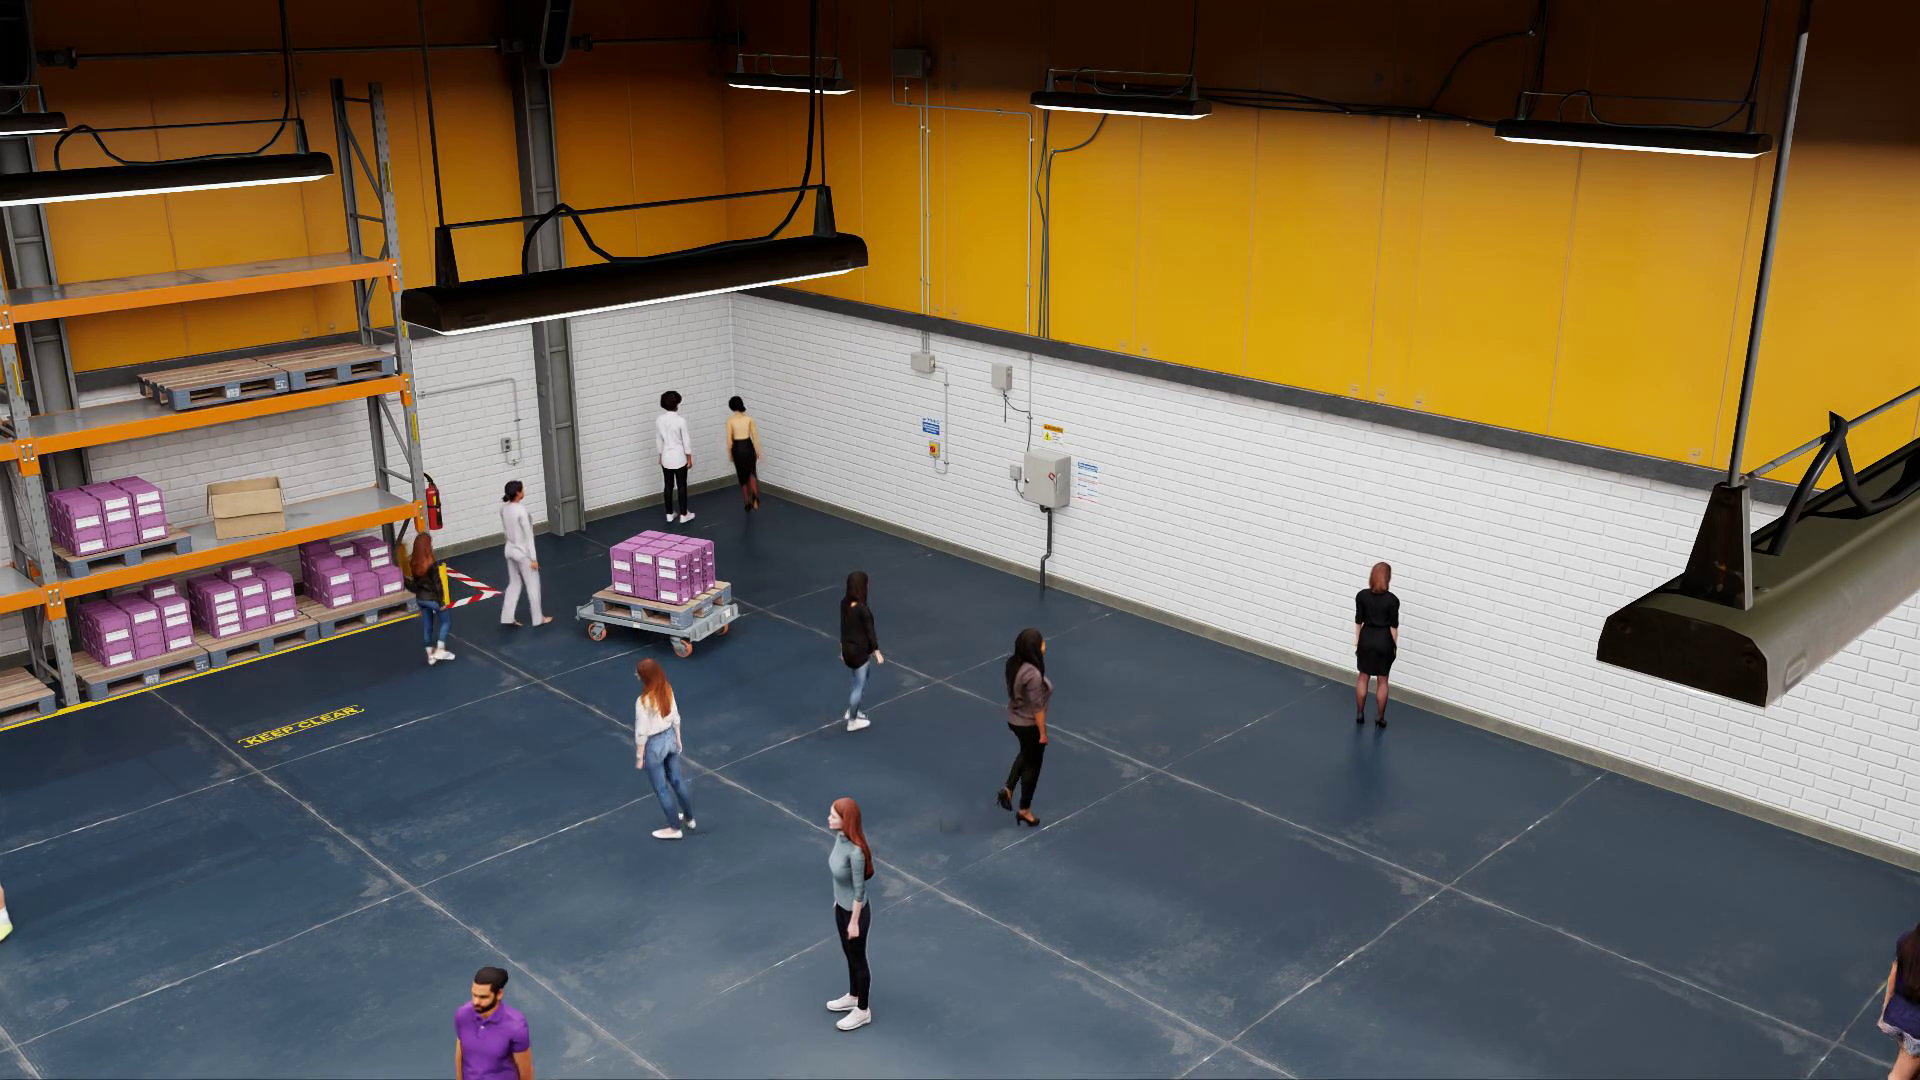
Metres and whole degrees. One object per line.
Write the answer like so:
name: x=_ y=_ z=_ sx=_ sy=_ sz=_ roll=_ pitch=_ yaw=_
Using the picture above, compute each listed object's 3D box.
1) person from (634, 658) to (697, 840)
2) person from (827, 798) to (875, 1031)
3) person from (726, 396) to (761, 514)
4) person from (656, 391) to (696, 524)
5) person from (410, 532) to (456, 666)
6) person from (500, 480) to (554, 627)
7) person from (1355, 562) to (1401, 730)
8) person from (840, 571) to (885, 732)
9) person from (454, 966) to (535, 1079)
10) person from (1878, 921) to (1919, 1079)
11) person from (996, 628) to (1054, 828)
person: x=-2.508 y=1.764 z=14.128 sx=0.809 sy=1.700 sz=0.560 roll=18 pitch=25 yaw=42
person: x=-0.764 y=2.591 z=11.605 sx=0.678 sy=1.743 sz=0.673 roll=-6 pitch=19 yaw=-17
person: x=-2.973 y=-1.141 z=22.850 sx=0.759 sy=1.639 sz=0.802 roll=-4 pitch=19 yaw=-12
person: x=-3.883 y=-1.137 z=22.575 sx=0.715 sy=1.807 sz=0.713 roll=5 pitch=19 yaw=15
person: x=-5.714 y=0.645 z=17.798 sx=0.652 sy=1.478 sz=0.647 roll=9 pitch=20 yaw=24
person: x=-5.020 y=0.158 z=18.817 sx=0.684 sy=1.752 sz=0.840 roll=14 pitch=23 yaw=36
person: x=4.073 y=1.033 z=16.293 sx=0.641 sy=1.705 sz=0.594 roll=10 pitch=21 yaw=27
person: x=-1.055 y=1.104 z=16.199 sx=0.608 sy=1.628 sz=0.613 roll=-12 pitch=22 yaw=-33
person: x=-2.679 y=3.218 z=9.725 sx=0.894 sy=1.756 sz=1.064 roll=6 pitch=20 yaw=17
person: x=5.820 y=3.045 z=10.278 sx=1.099 sy=1.730 sz=0.880 roll=-5 pitch=19 yaw=-16
person: x=0.488 y=1.636 z=14.307 sx=0.812 sy=1.828 sz=0.776 roll=-9 pitch=20 yaw=-24
